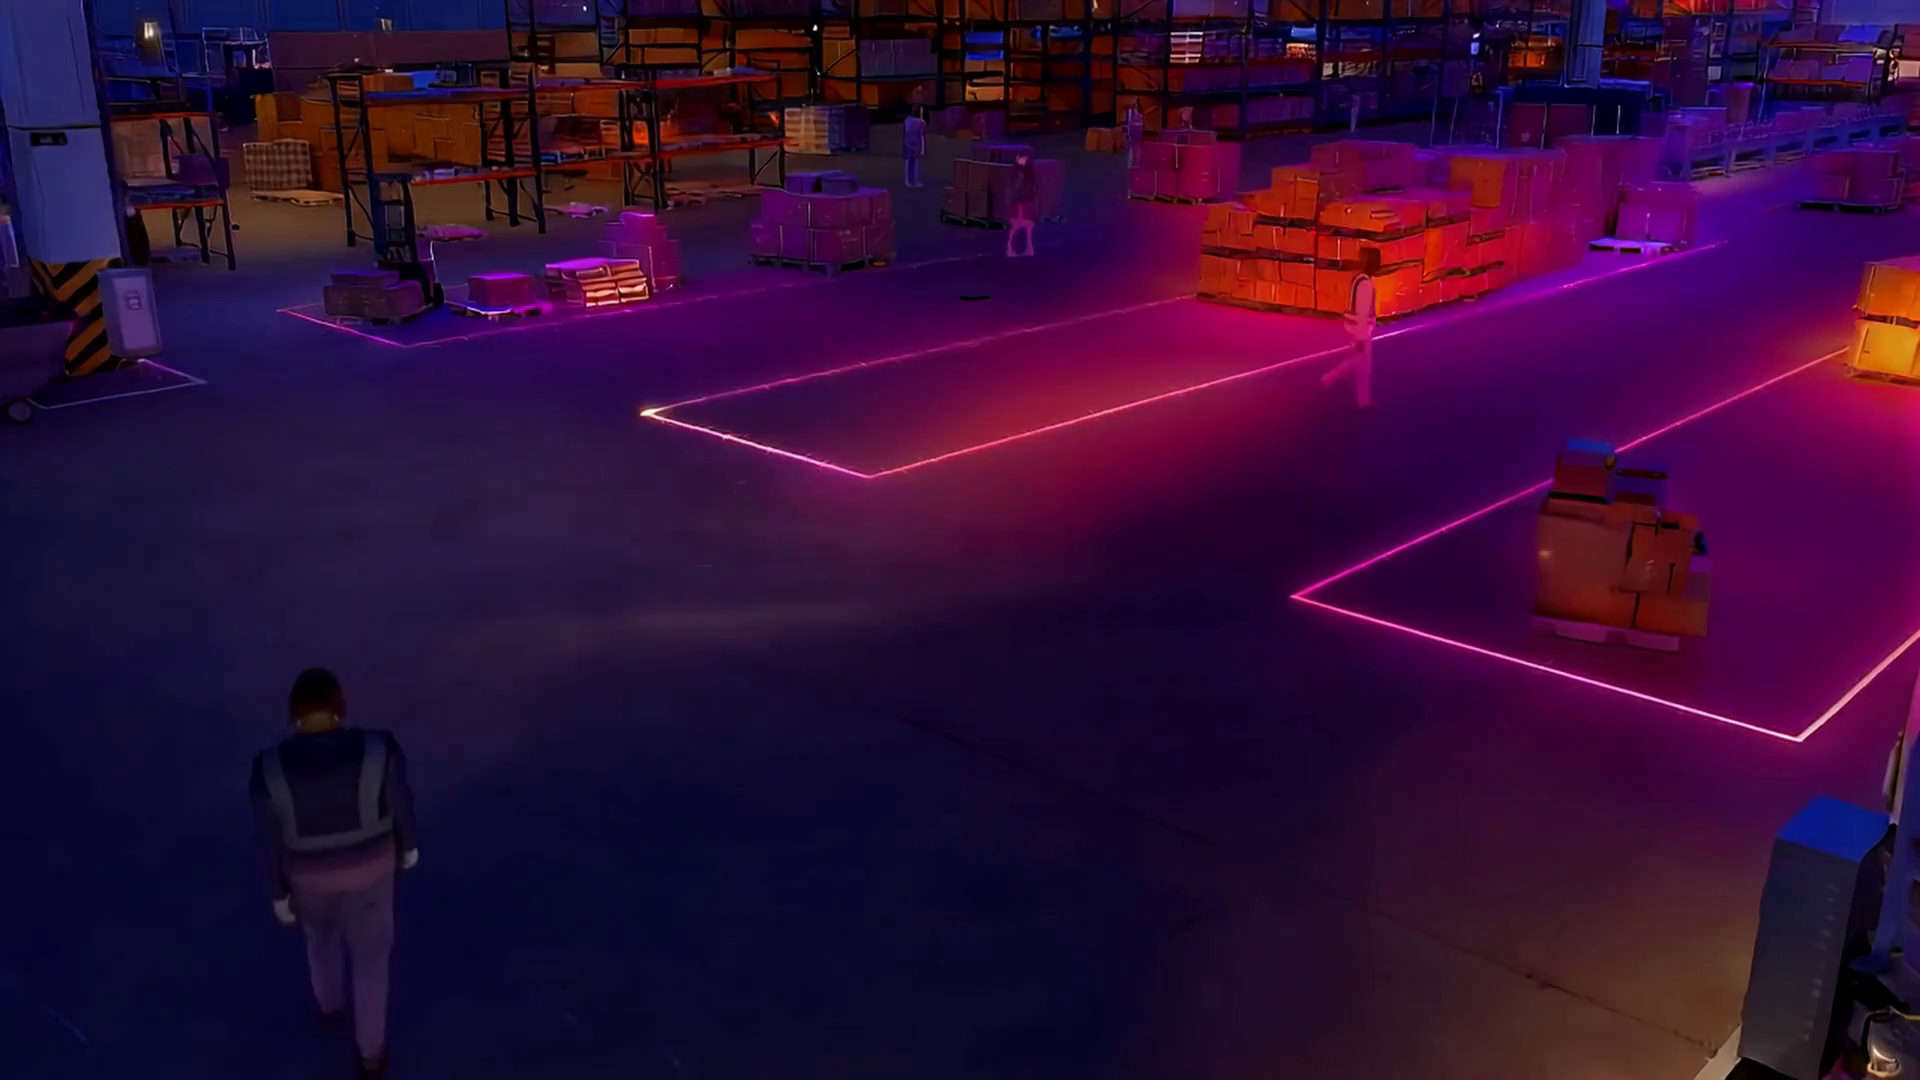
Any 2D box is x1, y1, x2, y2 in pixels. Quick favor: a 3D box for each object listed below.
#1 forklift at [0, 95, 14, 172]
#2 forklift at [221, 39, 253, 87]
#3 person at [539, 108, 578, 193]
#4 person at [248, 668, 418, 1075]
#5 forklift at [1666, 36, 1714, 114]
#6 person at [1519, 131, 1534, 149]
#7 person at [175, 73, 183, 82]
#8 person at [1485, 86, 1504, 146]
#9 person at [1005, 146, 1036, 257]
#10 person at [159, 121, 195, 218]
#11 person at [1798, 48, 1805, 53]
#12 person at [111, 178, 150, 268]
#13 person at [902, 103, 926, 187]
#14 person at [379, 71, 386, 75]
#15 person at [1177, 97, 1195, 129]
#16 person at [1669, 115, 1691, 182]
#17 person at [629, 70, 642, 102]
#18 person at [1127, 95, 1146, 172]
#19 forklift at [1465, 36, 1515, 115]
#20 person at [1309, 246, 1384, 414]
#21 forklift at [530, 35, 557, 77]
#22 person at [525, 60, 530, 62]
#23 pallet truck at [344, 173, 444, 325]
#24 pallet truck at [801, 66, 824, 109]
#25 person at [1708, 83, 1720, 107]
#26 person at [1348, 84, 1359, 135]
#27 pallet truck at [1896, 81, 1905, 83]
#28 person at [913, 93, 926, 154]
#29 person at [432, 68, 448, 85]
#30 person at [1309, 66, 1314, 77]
[{"bbox_3d":[-24.286,-10.810,42.349,1.129,2.768,1.873,17,25,41],"label":"forklift"},{"bbox_3d":[-25.471,-16.298,58.885,1.873,2.768,1.129,17,25,41],"label":"forklift"},{"bbox_3d":[-9.360,-8.985,38.388,0.661,1.893,0.976,17,25,41],"label":"person"},{"bbox_3d":[-2.692,1.386,7.277,0.633,1.815,0.788,-5,19,-15],"label":"person"},{"bbox_3d":[27.341,-17.291,61.877,1.129,2.768,1.873,17,25,41],"label":"forklift"},{"bbox_3d":[11.231,-7.291,33.430,0.503,1.807,1.011,-15,24,-38],"label":"person"},{"bbox_3d":[-25.442,-14.262,54.287,0.793,1.890,0.647,4,19,11],"label":"person"},{"bbox_3d":[15.858,-12.581,49.428,0.528,1.767,0.330,8,20,24],"label":"person"},{"bbox_3d":[1.057,-5.945,29.201,0.544,1.919,0.434,2,18,5],"label":"person"},{"bbox_3d":[-16.152,-7.613,34.194,0.630,1.936,0.369,13,22,34],"label":"person"},{"bbox_3d":[42.274,-23.966,83.505,0.627,1.920,0.669,-14,23,-37],"label":"person"},{"bbox_3d":[-11.767,-4.102,23.451,0.704,2.000,0.692,7,20,21],"label":"person"},{"bbox_3d":[-1.088,-9.359,39.440,0.606,1.950,0.386,9,21,26],"label":"person"},{"bbox_3d":[-19.615,-15.034,56.699,0.429,1.845,0.627,7,20,20],"label":"person"},{"bbox_3d":[6.364,-11.647,46.835,0.539,1.618,0.517,-4,19,-13],"label":"person"},{"bbox_3d":[15.554,-8.268,36.202,0.664,1.918,0.553,15,24,38],"label":"person"},{"bbox_3d":[-10.978,-14.854,56.053,0.593,1.911,0.383,-15,23,-38],"label":"person"},{"bbox_3d":[4.532,-10.435,42.691,0.543,1.939,0.361,-9,20,-26],"label":"person"},{"bbox_3d":[19.973,-17.201,61.605,1.873,2.768,1.129,16,24,40],"label":"forklift"},{"bbox_3d":[4.325,-2.312,18.352,0.743,1.865,0.588,2,18,7],"label":"person"},{"bbox_3d":[-15.770,-17.726,63.188,1.873,2.768,1.129,14,23,35],"label":"forklift"},{"bbox_3d":[-16.115,-16.990,62.419,0.948,1.961,0.626,12,22,32],"label":"person"},{"bbox_3d":[-8.209,-4.181,23.757,0.823,1.965,1.885,3,19,9],"label":"pallet truck"},{"bbox_3d":[-4.812,-15.182,56.903,0.823,1.965,1.885,-9,21,-26],"label":"pallet truck"},{"bbox_3d":[24.159,-13.810,53.340,0.270,1.631,0.507,-3,19,-8],"label":"person"},{"bbox_3d":[12.641,-13.820,53.405,0.402,1.605,0.620,2,18,6],"label":"person"},{"bbox_3d":[34.802,-16.331,61.455,0.653,1.274,1.630,17,25,41],"label":"pallet truck"},{"bbox_3d":[-1.167,-11.848,47.341,0.322,1.689,0.530,8,20,23],"label":"person"},{"bbox_3d":[-18.026,-15.414,57.770,0.549,1.899,0.967,-10,21,-27],"label":"person"},{"bbox_3d":[13.852,-17.890,65.669,0.523,1.592,0.801,-14,23,-36],"label":"person"}]
